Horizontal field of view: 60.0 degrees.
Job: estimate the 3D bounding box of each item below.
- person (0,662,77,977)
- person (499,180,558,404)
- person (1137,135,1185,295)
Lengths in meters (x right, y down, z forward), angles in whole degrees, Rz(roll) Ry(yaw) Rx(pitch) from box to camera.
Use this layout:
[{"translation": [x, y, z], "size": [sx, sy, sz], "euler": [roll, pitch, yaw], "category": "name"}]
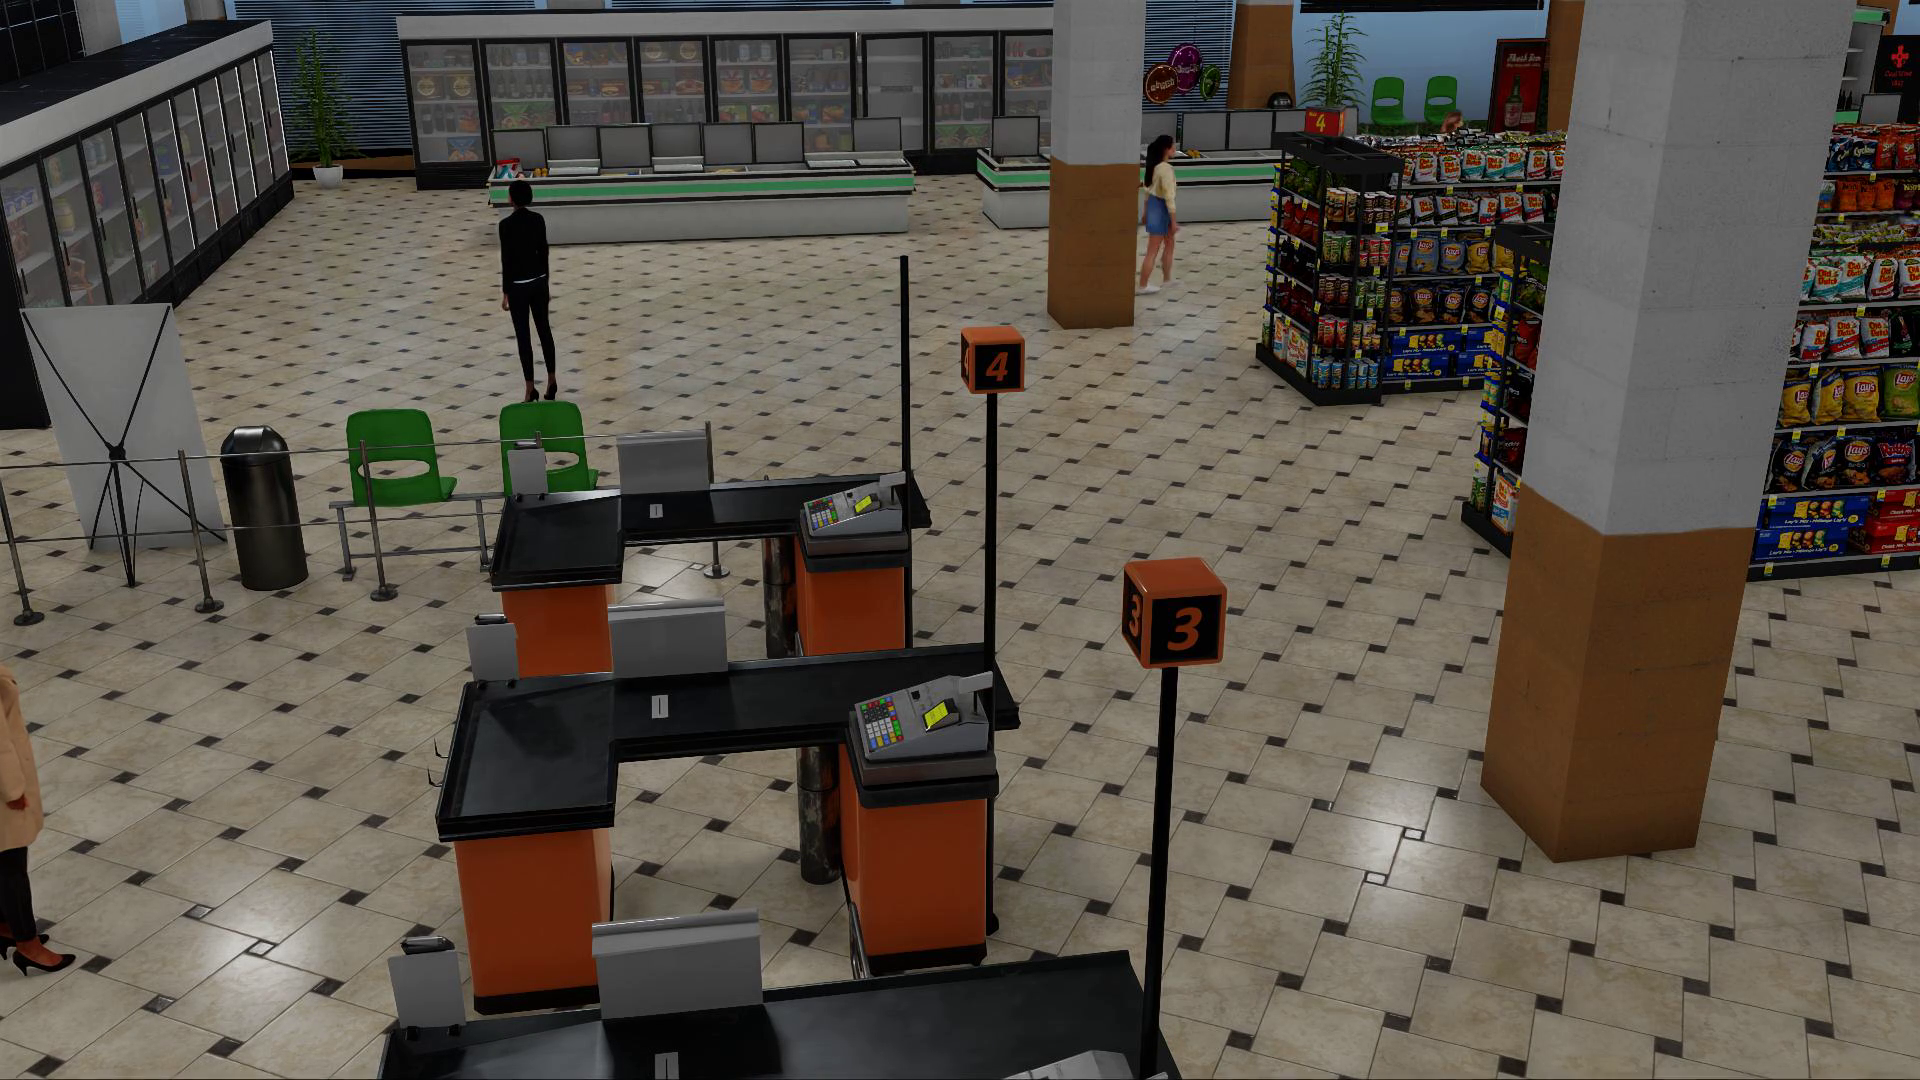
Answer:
[{"translation": [-3.746, 0.909, 6.417], "size": [0.714, 1.681, 0.733], "euler": [20, 30, 41], "category": "person"}, {"translation": [-3.480, -1.982, 13.408], "size": [0.739, 1.834, 0.653], "euler": [18, 28, 38], "category": "person"}, {"translation": [1.956, -3.305, 16.993], "size": [0.793, 1.615, 0.695], "euler": [-5, 23, -13], "category": "person"}]
